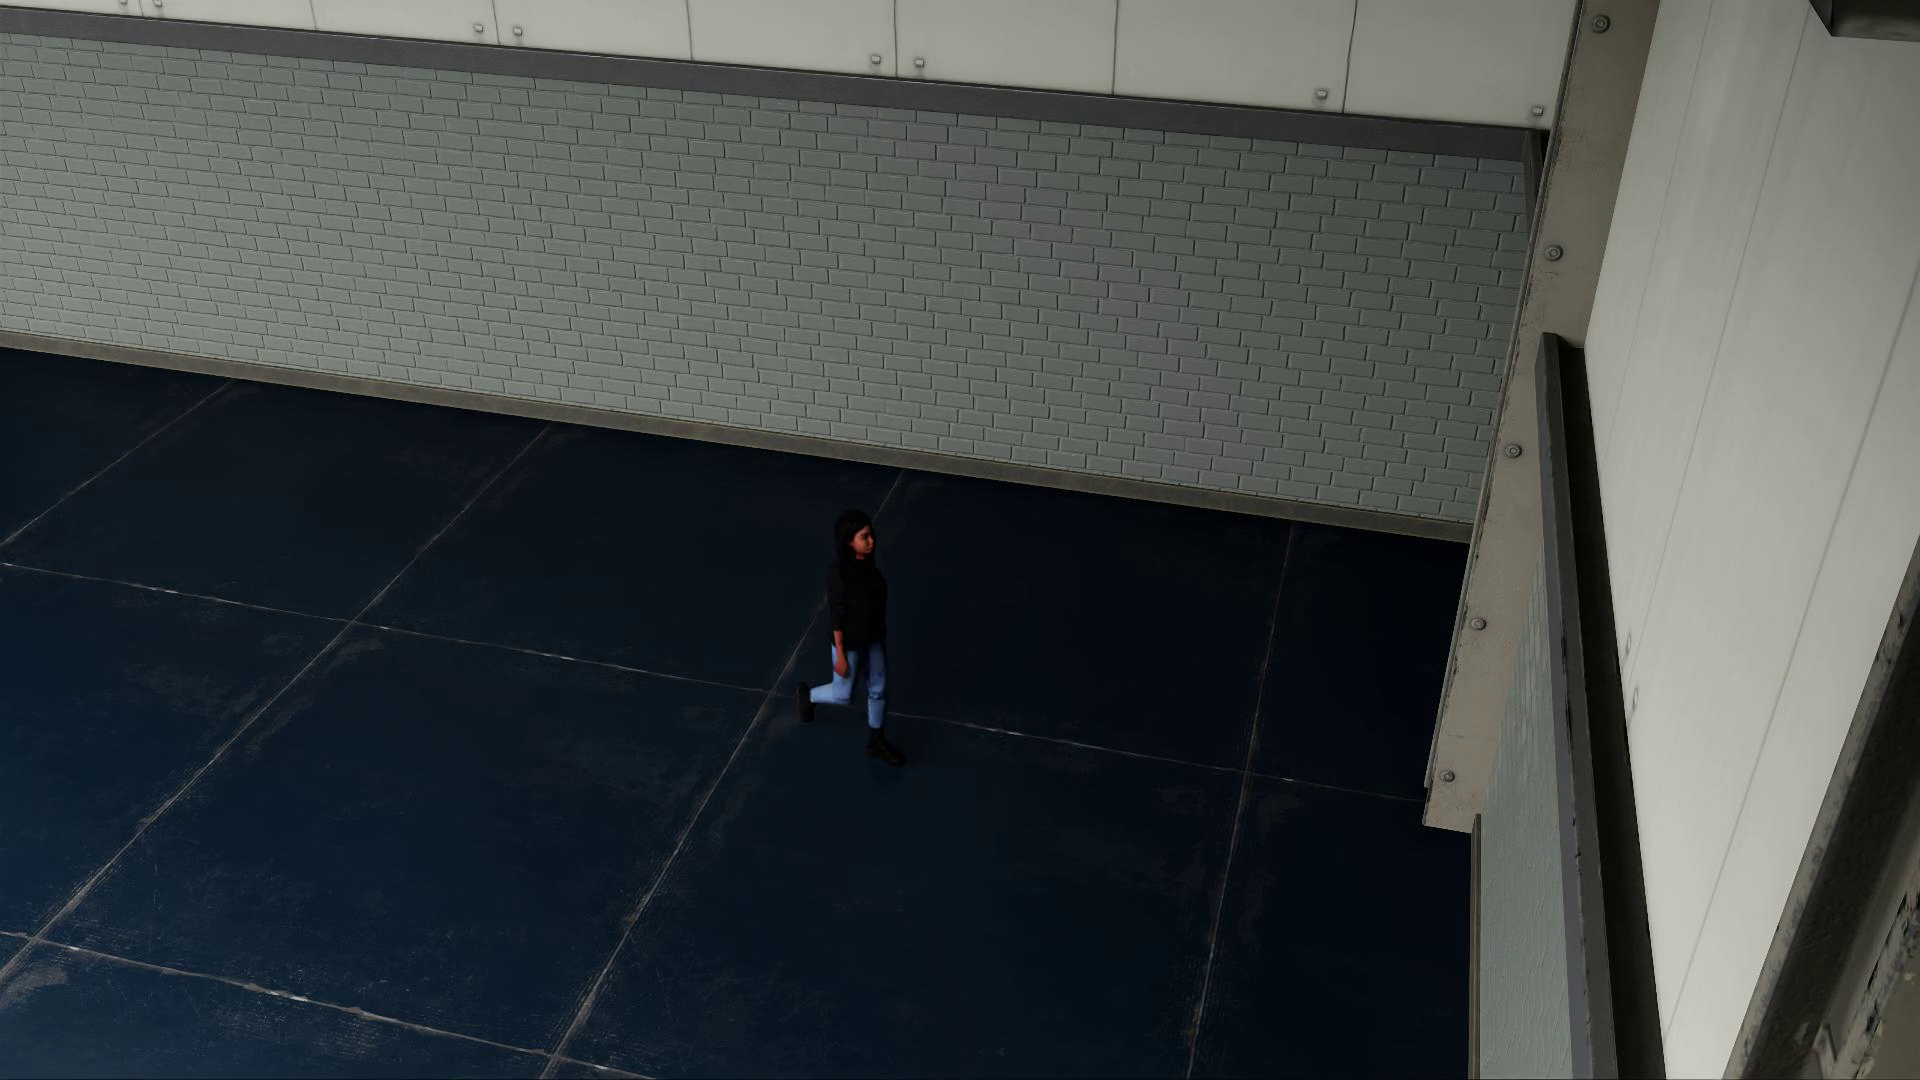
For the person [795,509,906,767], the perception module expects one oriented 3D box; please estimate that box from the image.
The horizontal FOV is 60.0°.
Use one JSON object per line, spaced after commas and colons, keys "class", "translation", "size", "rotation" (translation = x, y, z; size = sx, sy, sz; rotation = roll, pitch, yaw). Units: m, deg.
{"class": "person", "translation": [-0.666, 0.568, 9.596], "size": [0.855, 1.673, 0.988], "rotation": [21, 38, 29]}
